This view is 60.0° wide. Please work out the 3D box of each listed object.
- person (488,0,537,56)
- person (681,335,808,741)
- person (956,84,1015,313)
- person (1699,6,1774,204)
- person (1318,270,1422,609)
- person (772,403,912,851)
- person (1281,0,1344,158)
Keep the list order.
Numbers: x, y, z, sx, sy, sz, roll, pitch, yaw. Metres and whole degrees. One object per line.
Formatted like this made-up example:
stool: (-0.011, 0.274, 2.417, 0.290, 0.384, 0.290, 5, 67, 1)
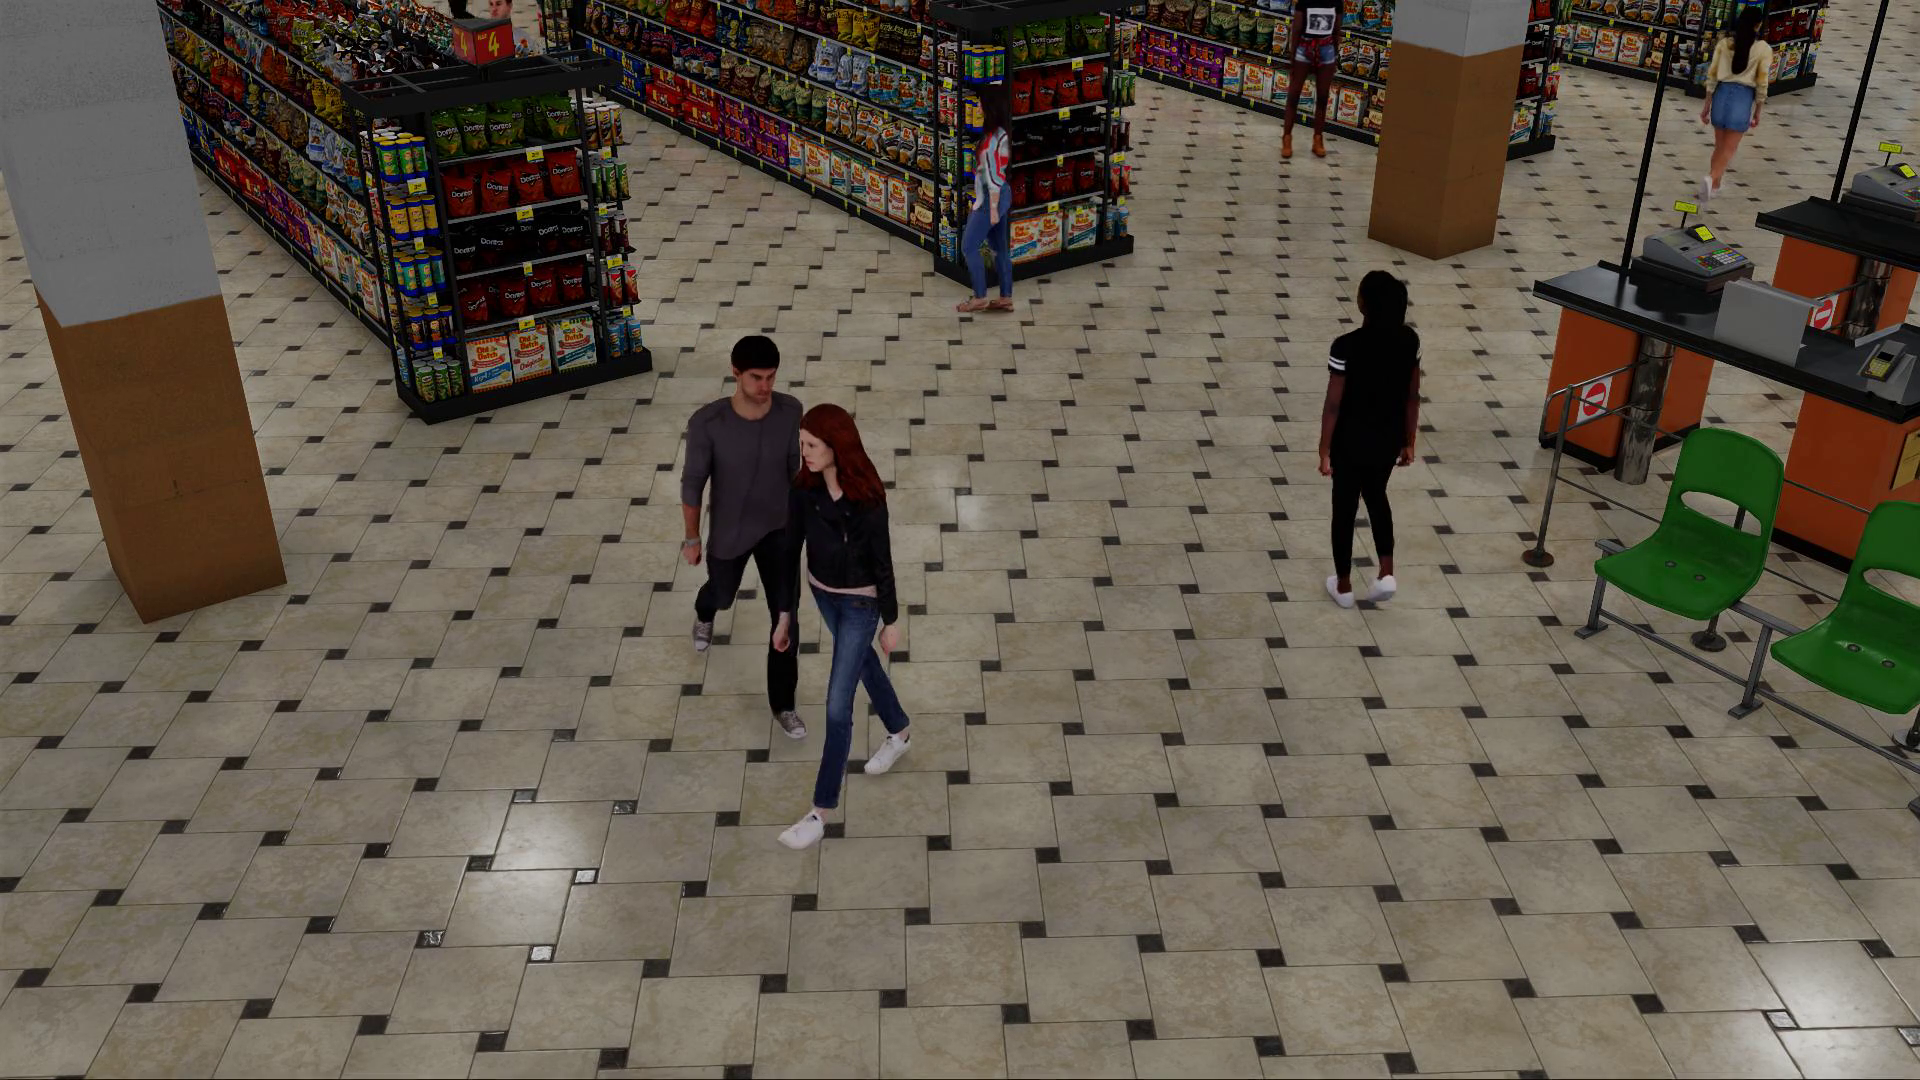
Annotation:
person: (-3.586, -3.455, 13.293, 0.755, 1.890, 0.787, 2, 29, 3)
person: (-0.946, -0.081, 7.224, 0.889, 1.784, 1.311, -11, 30, -19)
person: (0.310, -2.349, 11.572, 0.808, 1.598, 0.745, 3, 29, 5)
person: (6.354, -3.549, 13.762, 1.068, 1.605, 0.900, 22, 35, 34)
person: (1.975, -0.419, 7.908, 0.797, 1.722, 0.874, -6, 29, -12)
person: (-0.404, 0.263, 6.648, 1.182, 1.732, 0.967, 17, 33, 28)
person: (3.209, -4.352, 15.111, 0.710, 1.722, 0.751, 0, 29, -1)
